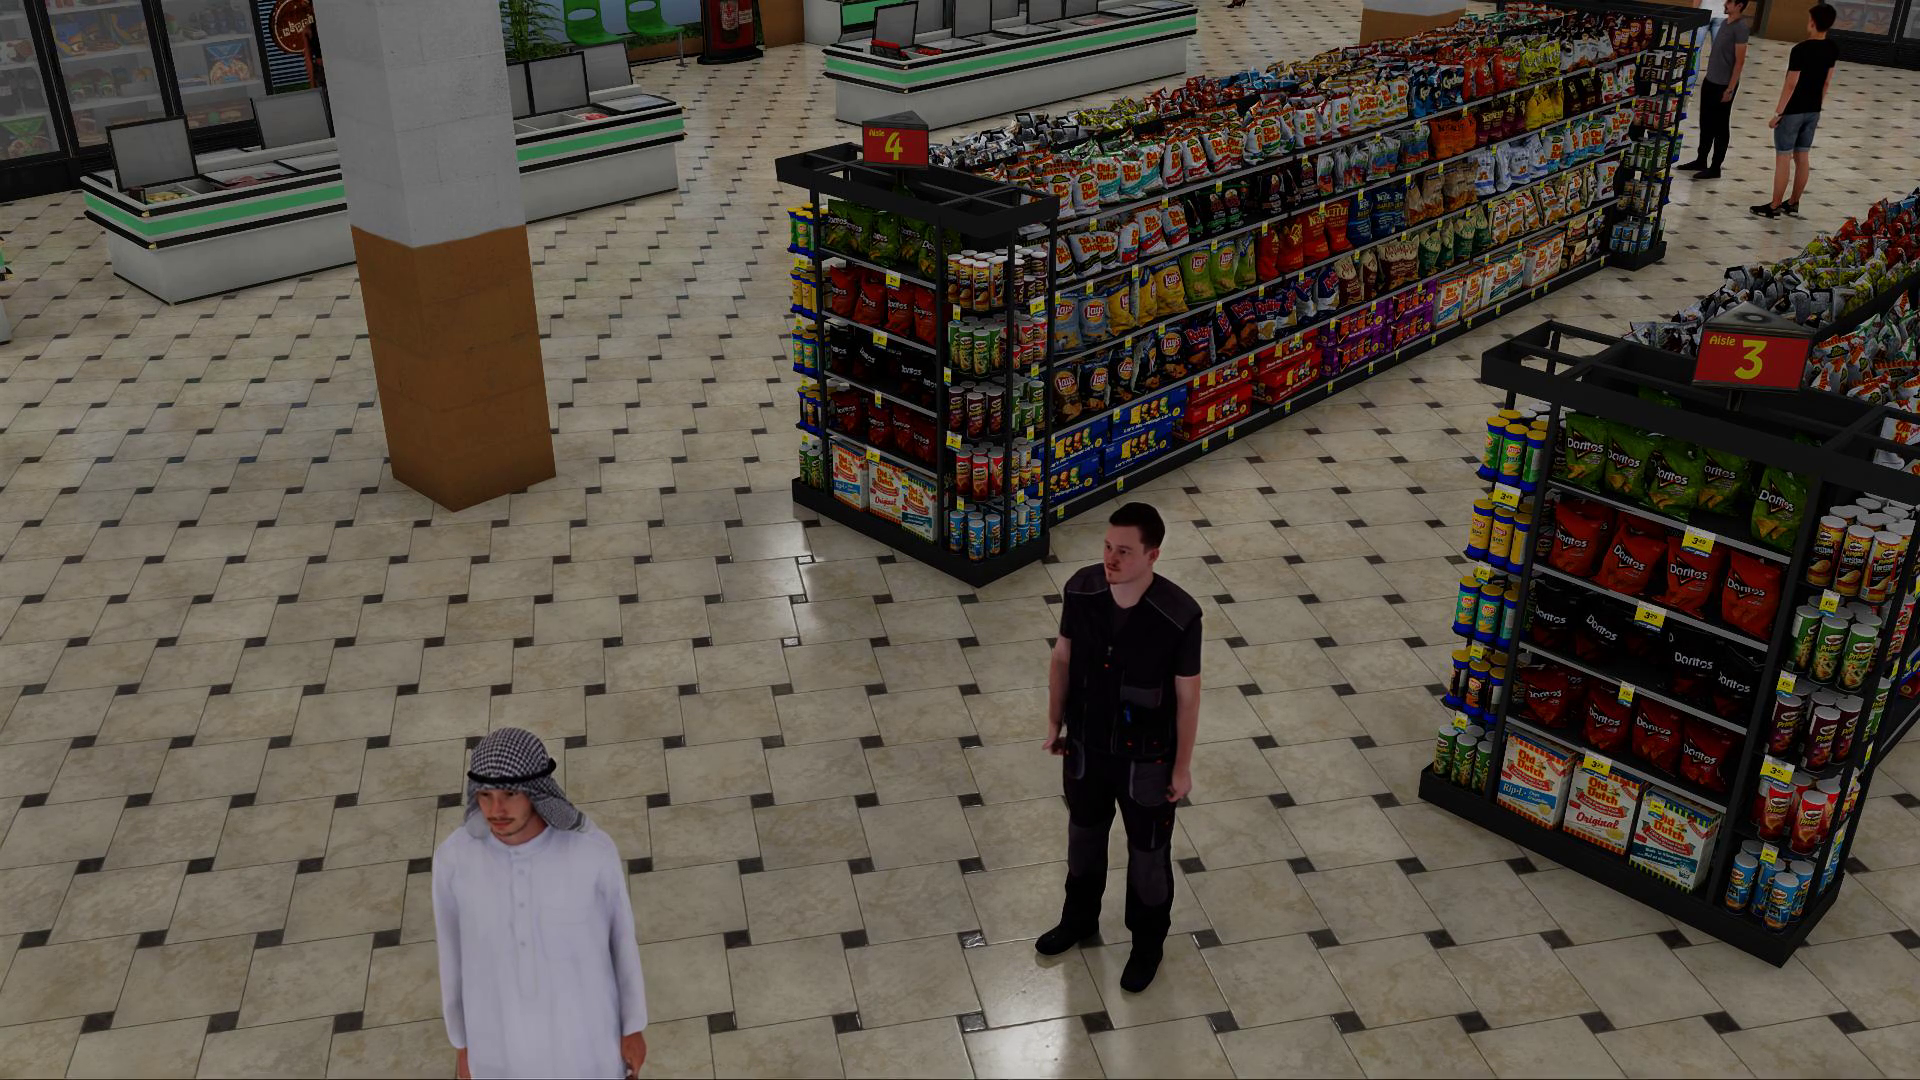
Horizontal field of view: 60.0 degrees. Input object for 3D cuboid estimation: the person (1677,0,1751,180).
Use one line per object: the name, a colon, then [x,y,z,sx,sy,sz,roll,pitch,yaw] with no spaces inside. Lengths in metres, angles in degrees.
person: [7.300,-4.380,15.943,0.745,1.754,0.702,-2,27,-4]

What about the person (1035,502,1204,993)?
person: [0.564,0.714,5.797,0.768,1.846,0.659,17,31,30]

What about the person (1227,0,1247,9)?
person: [4.174,-8.838,24.703,0.670,1.781,0.492,19,32,33]

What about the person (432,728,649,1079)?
person: [-1.110,1.331,4.490,0.780,1.926,0.861,-3,27,-6]

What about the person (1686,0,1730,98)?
person: [8.653,-6.058,19.134,0.750,1.861,0.770,4,27,7]

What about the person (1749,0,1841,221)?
person: [7.394,-3.763,14.625,0.643,1.846,0.791,-10,29,-19]

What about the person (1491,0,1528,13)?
person: [6.933,-6.914,20.875,0.738,1.812,0.803,-1,27,-2]

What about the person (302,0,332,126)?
person: [-6.081,-4.430,16.101,0.585,1.700,0.707,-11,29,-21]
